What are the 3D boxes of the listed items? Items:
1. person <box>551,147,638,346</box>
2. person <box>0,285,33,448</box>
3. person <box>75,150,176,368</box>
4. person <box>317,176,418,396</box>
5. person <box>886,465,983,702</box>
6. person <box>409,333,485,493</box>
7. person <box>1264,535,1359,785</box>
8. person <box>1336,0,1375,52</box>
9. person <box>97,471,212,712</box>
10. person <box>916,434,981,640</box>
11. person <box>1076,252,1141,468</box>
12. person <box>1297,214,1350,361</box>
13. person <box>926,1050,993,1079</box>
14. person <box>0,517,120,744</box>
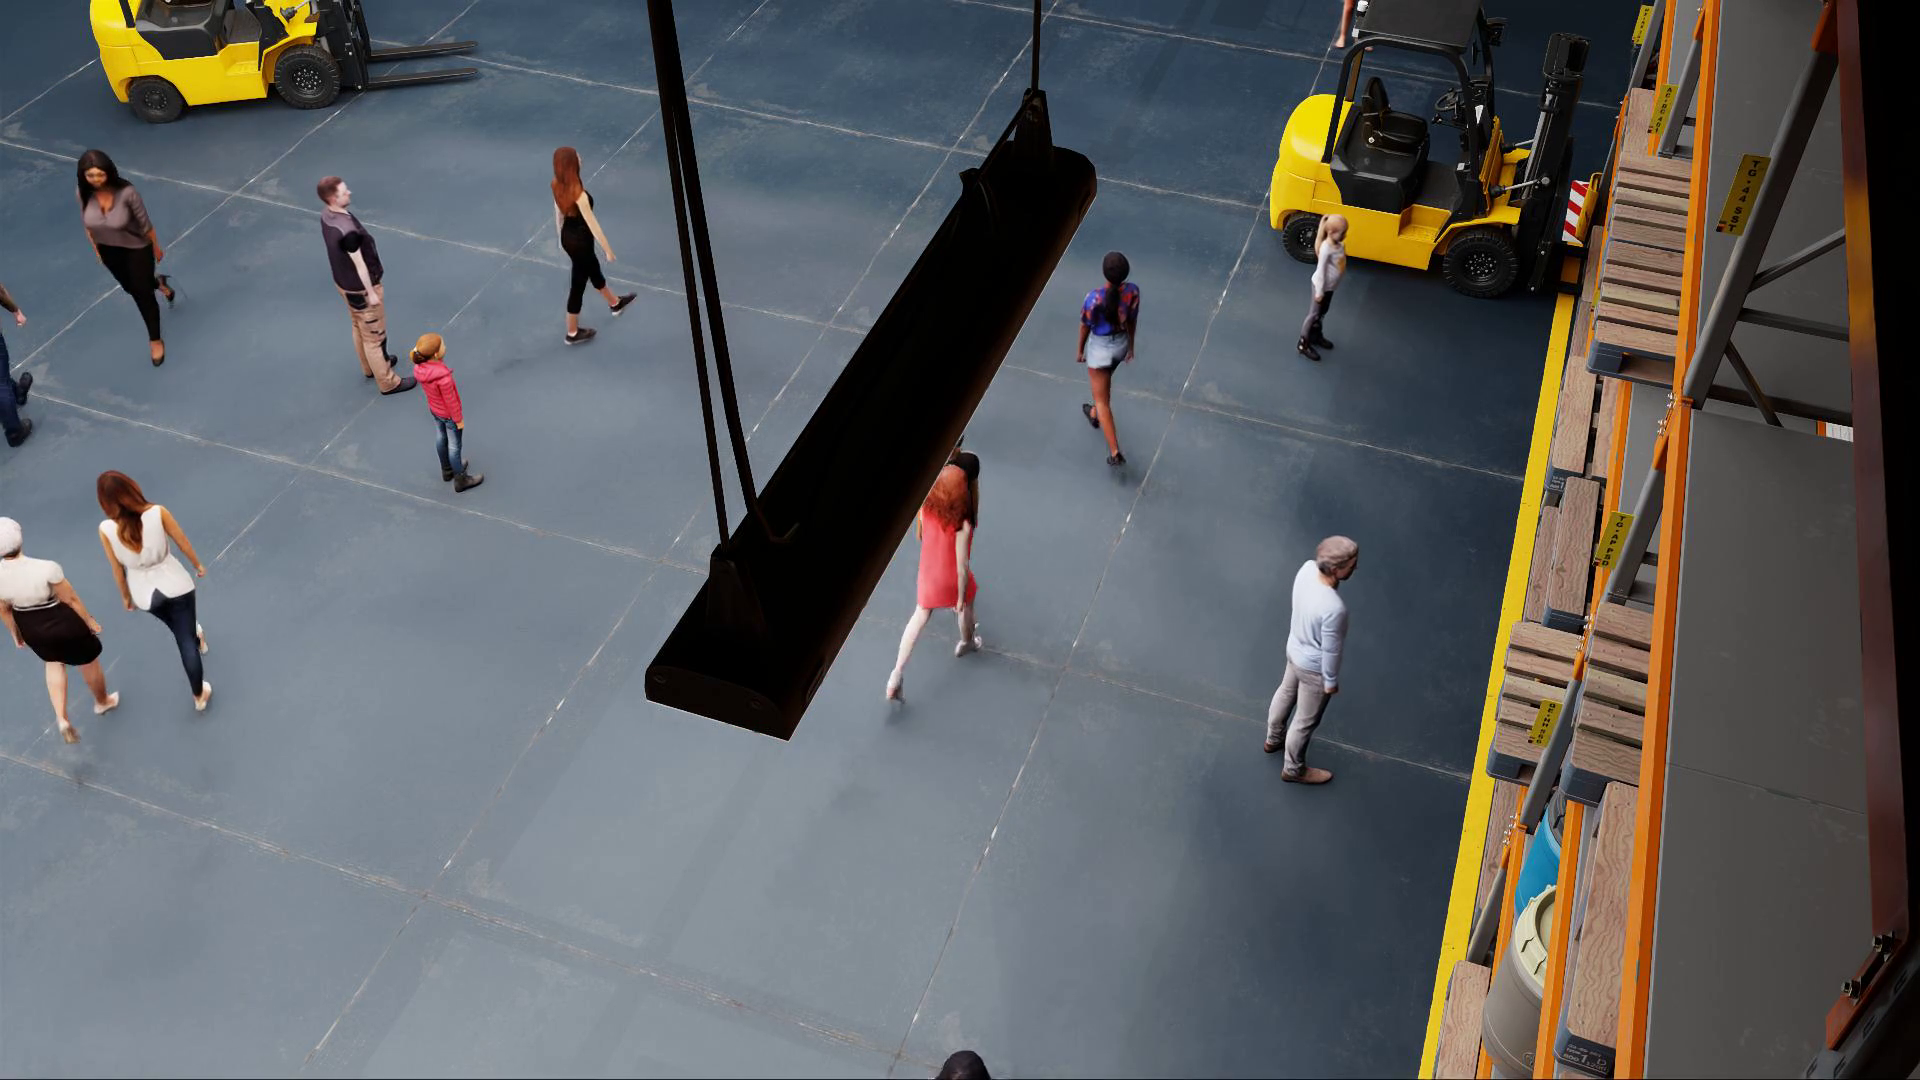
[{"bbox_3d":[-3.097,-2.290,13.160,1.091,1.700,0.917,-31,51,-28],"label":"person"},{"bbox_3d":[-7.273,-1.491,12.211,0.914,1.851,1.111,-1,44,-1],"label":"person"},{"bbox_3d":[-6.514,-2.303,13.097,0.906,1.806,1.201,0,44,0],"label":"person"},{"bbox_3d":[-4.617,-1.969,12.720,0.796,1.841,0.781,-26,49,-25],"label":"person"},{"bbox_3d":[-0.170,0.290,10.385,0.852,1.791,1.216,28,50,27],"label":"person"},{"bbox_3d":[-3.732,-0.927,12.008,0.597,1.314,0.577,-33,53,-30],"label":"person"},{"bbox_3d":[2.087,0.704,9.880,0.812,1.888,0.701,-8,44,-8],"label":"person"},{"bbox_3d":[4.137,-5.756,16.856,0.576,1.620,0.540,10,45,11],"label":"person"},{"bbox_3d":[-4.944,0.376,10.328,1.015,1.746,1.098,-15,46,-15],"label":"person"},{"bbox_3d":[-0.046,-0.065,10.862,1.011,1.648,1.031,-21,47,-21],"label":"person"},{"bbox_3d":[1.099,-1.304,12.121,1.040,1.706,1.176,-13,45,-14],"label":"person"},{"bbox_3d":[2.889,-2.042,13.206,0.588,1.277,0.491,26,49,25],"label":"person"},{"bbox_3d":[0.015,2.799,7.819,0.784,1.698,1.012,3,44,3],"label":"person"},{"bbox_3d":[-5.522,0.599,10.097,0.823,1.742,0.941,-4,44,-4],"label":"person"}]
